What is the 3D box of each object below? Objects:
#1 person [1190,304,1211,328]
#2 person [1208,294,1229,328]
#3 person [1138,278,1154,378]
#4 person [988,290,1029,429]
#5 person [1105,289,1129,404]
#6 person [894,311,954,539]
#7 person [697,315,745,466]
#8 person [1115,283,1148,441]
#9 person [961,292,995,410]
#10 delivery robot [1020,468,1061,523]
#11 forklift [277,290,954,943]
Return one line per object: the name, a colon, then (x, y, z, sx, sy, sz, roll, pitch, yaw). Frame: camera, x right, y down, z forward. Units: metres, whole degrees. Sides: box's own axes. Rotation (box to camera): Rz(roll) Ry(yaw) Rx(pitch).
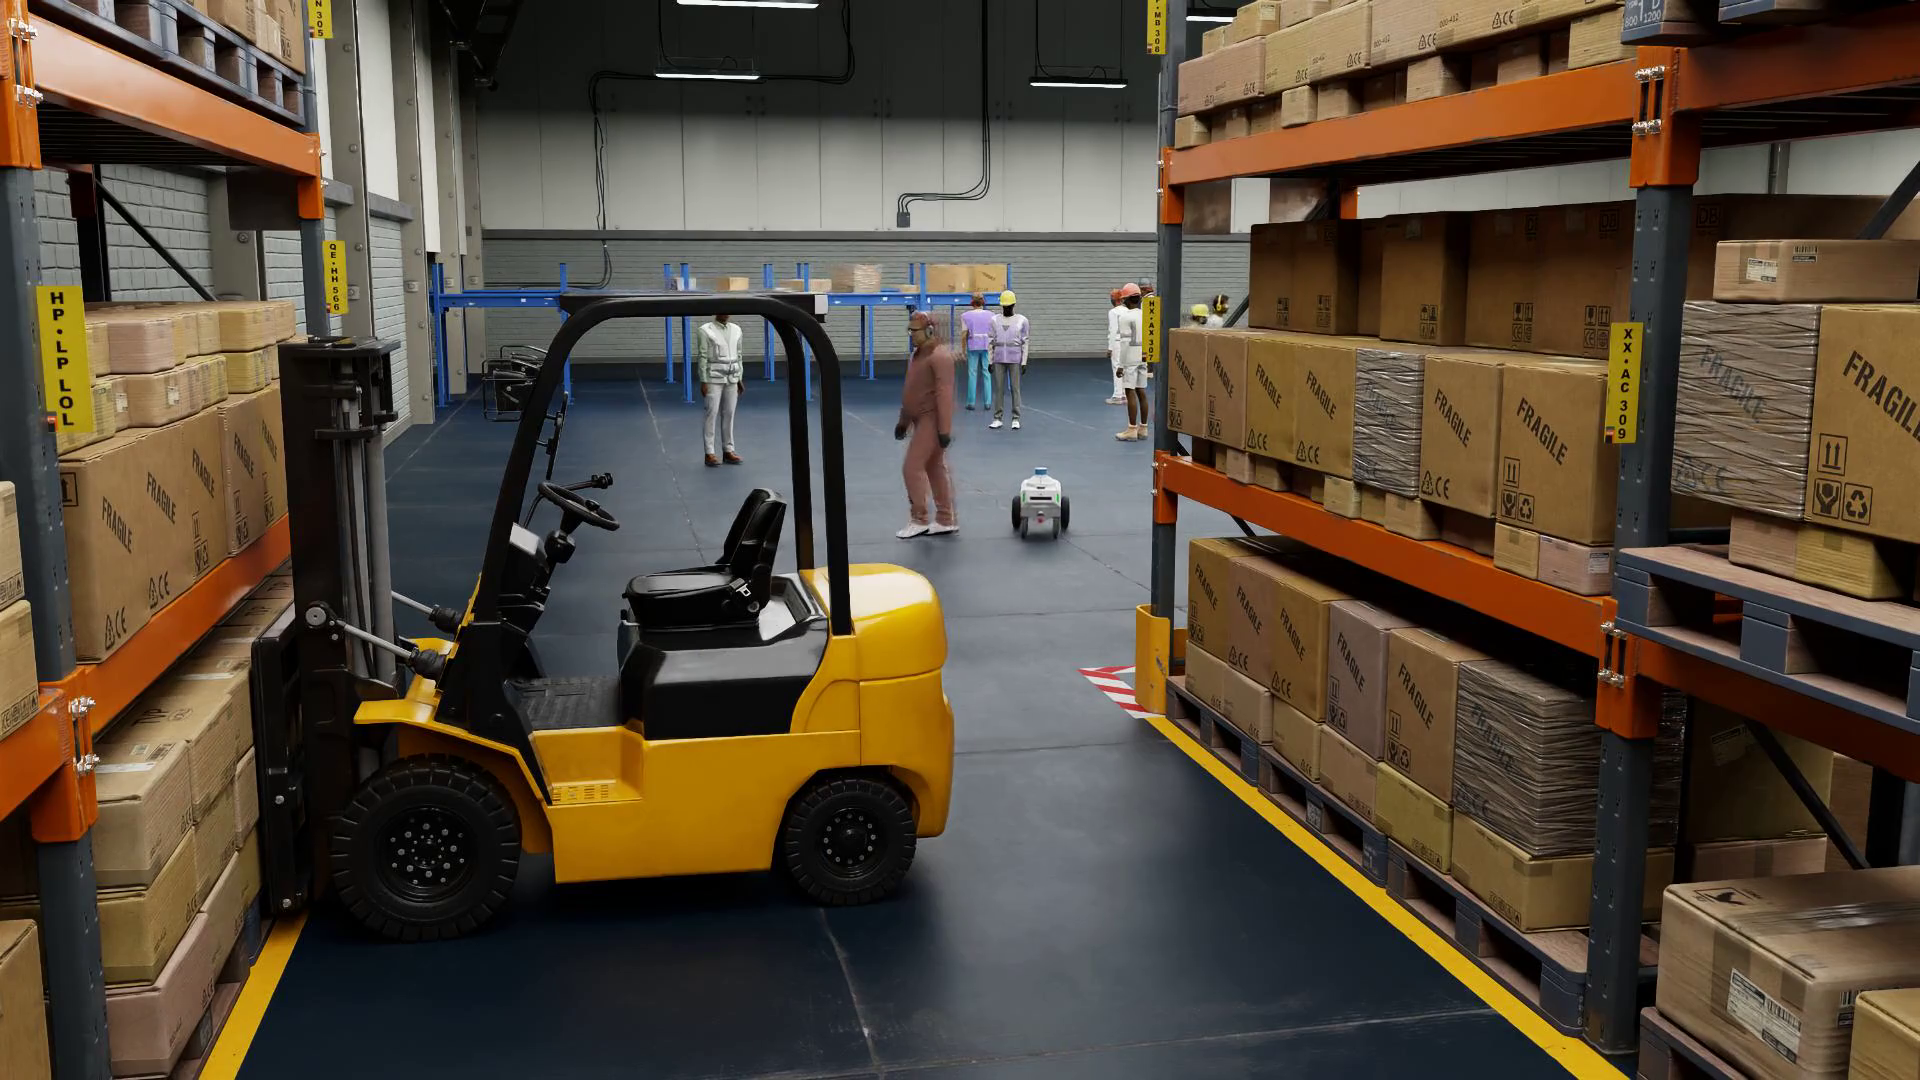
person: (3.236, -2.466, 23.507, 0.732, 1.735, 0.563, 1, 9, 6)
person: (3.767, -2.609, 24.026, 0.502, 1.853, 0.523, 2, 10, 12)
person: (3.768, -4.335, 34.098, 0.535, 2.000, 0.684, 0, 9, -1)
person: (0.665, -2.521, 23.264, 0.587, 1.926, 0.368, 3, 10, 15)
person: (2.615, -3.202, 27.535, 0.359, 1.885, 0.575, 7, 11, 35)
person: (-0.348, -0.957, 13.871, 0.708, 1.878, 0.656, -2, 10, -14)
person: (-2.718, -1.835, 19.014, 0.605, 1.948, 0.406, -9, 13, -44)
person: (2.244, -2.325, 21.723, 0.395, 2.040, 0.609, 9, 13, 42)
person: (0.294, -2.996, 26.387, 0.565, 1.850, 0.390, -2, 10, -13)
delivery robot: (0.689, -0.374, 14.191, 0.477, 0.478, 0.707, 0, 9, 3)
forklift: (-1.179, 0.175, 6.143, 2.313, 2.155, 1.214, -2, 10, -12)
